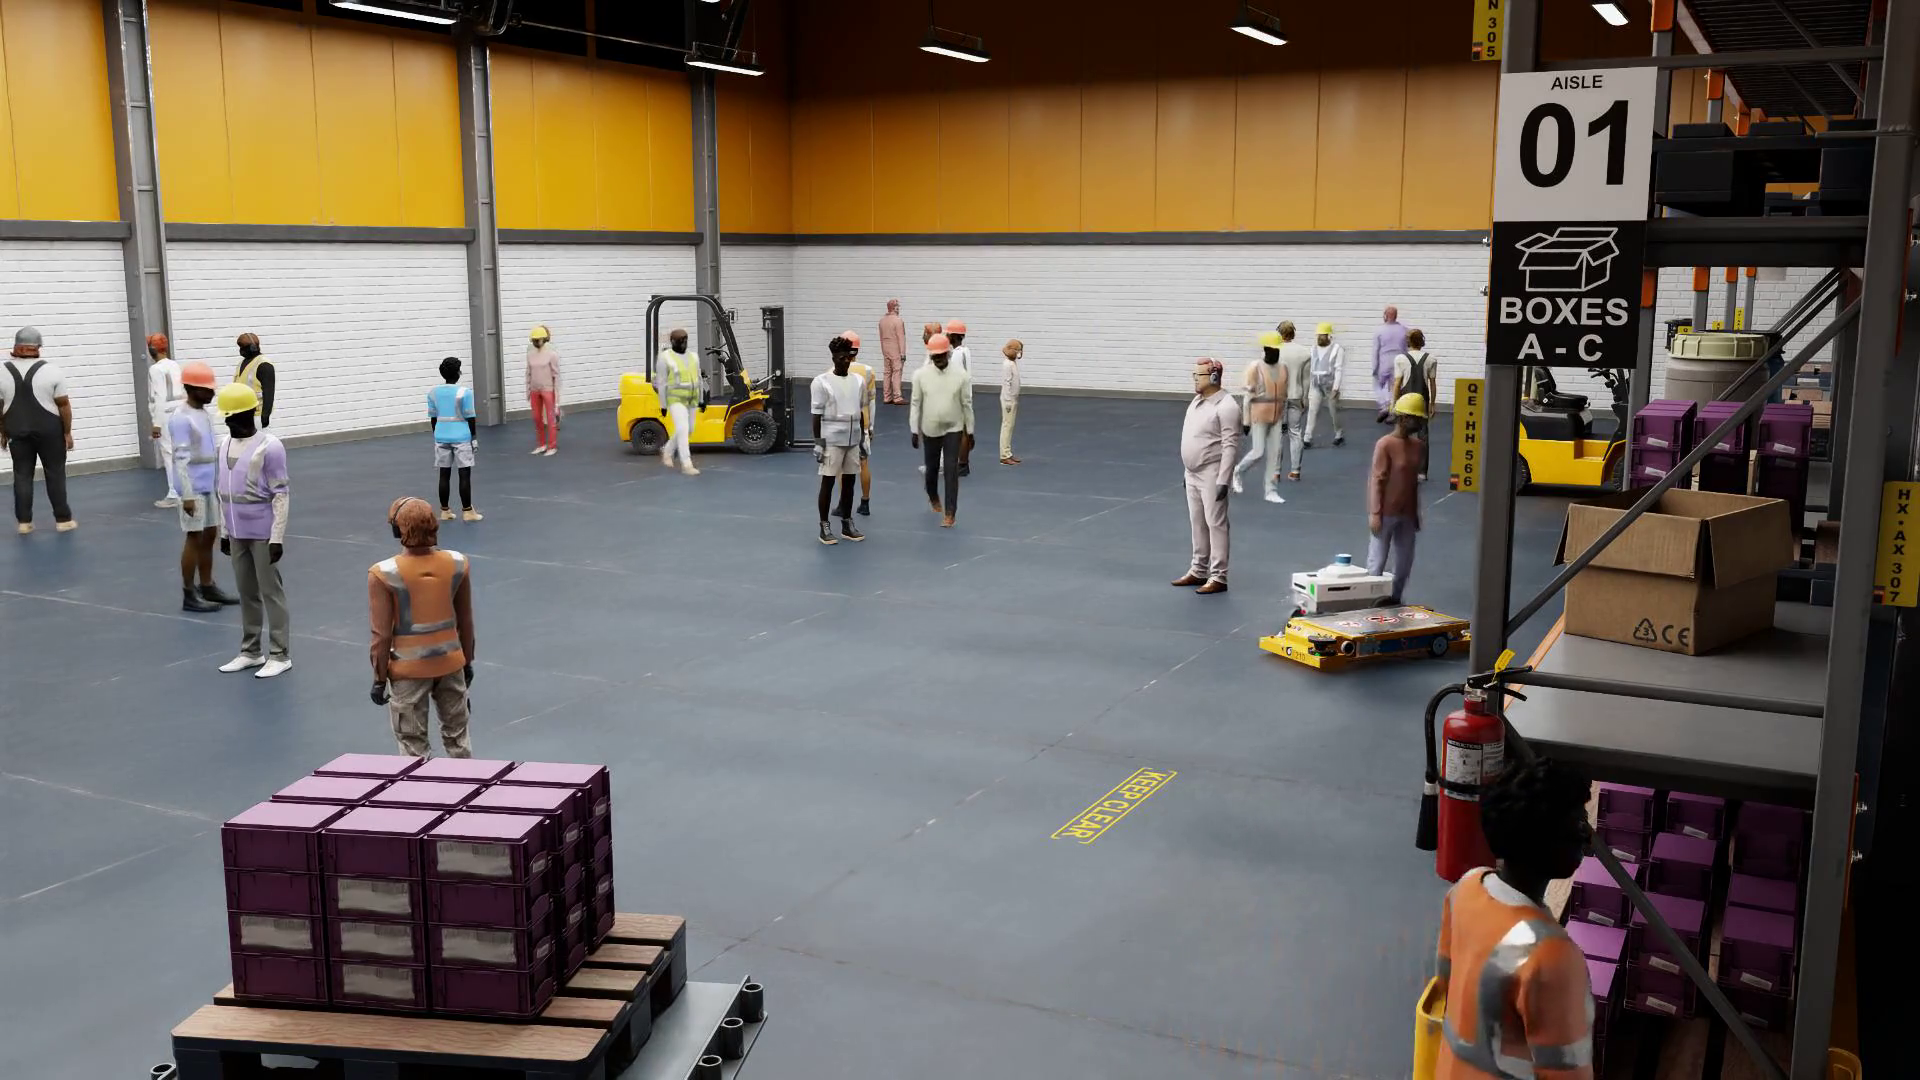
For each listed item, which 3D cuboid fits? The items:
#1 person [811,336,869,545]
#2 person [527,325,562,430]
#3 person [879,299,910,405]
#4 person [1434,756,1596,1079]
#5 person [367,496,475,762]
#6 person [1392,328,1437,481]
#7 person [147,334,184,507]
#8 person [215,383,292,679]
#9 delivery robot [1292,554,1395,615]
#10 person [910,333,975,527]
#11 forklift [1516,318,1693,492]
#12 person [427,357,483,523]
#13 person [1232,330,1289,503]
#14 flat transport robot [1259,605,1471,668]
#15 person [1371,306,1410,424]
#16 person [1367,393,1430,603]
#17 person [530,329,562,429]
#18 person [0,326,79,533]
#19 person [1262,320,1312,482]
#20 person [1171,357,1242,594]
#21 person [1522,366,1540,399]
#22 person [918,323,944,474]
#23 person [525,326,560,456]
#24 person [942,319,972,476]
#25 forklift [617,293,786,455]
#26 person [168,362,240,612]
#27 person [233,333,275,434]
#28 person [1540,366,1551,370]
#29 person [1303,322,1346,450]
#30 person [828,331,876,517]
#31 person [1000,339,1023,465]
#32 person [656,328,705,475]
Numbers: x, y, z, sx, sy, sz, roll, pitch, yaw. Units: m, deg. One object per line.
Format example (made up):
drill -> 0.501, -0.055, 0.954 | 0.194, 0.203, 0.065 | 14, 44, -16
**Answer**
person -> -1.130, -0.947, 15.769 | 0.613, 1.963, 0.362 | -8, 13, -39
person -> -6.421, -2.493, 25.683 | 0.498, 1.633, 0.285 | 2, 10, 11
person -> -1.182, -3.401, 30.138 | 0.411, 1.913, 0.643 | -8, 13, -40
person -> 1.259, 1.293, 3.626 | 0.487, 1.682, 0.539 | 1, 10, 5
person -> -2.471, 0.615, 7.675 | 0.312, 1.639, 0.520 | 9, 13, 43
person -> 5.465, -1.621, 20.036 | 0.507, 1.842, 0.339 | 1, 10, 5
person -> -8.591, -1.293, 18.019 | 0.358, 1.881, 0.574 | -1, 10, -3
person -> -4.604, -0.064, 10.796 | 0.585, 1.919, 0.374 | 5, 11, 28
delivery robot -> 2.786, 0.346, 12.097 | 0.707, 0.478, 0.477 | -3, 10, -16
person -> -0.181, -1.147, 16.991 | 0.661, 1.955, 0.858 | 1, 10, 3
forklift -> 7.066, -1.601, 18.899 | 2.313, 2.155, 1.214 | 5, 11, 27
person -> -5.149, -1.015, 16.946 | 0.534, 1.697, 0.318 | 3, 10, 16
person -> 3.345, -1.374, 18.429 | 0.593, 1.910, 0.641 | -6, 11, -30
flat transport robot -> 2.838, 0.648, 11.439 | 1.431, 0.197, 0.652 | -5, 11, -26
person -> 6.877, -2.794, 26.660 | 0.640, 1.898, 0.420 | -1, 10, -7
person -> 3.168, -0.186, 12.024 | 0.603, 1.744, 0.382 | -8, 13, -40
person -> -6.487, -2.551, 26.081 | 0.543, 1.608, 0.560 | 8, 12, 37
person -> -9.098, -1.092, 16.397 | 0.688, 2.000, 0.536 | -2, 10, -11
person -> 3.903, -1.665, 20.008 | 0.627, 1.941, 0.373 | -2, 10, -11
person -> 1.987, -0.522, 13.483 | 0.406, 1.911, 0.637 | -4, 11, -22
person -> 7.225, -1.824, 21.279 | 0.404, 1.824, 0.586 | -2, 10, -12
person -> -0.326, -1.754, 20.681 | 0.347, 1.882, 0.584 | -2, 10, -10
person -> -5.685, -2.027, 22.611 | 0.533, 1.767, 0.326 | 4, 11, 21
person -> -0.038, -1.750, 20.489 | 0.359, 1.942, 0.542 | 2, 10, 12
forklift -> -3.588, -2.317, 23.042 | 2.313, 2.155, 1.214 | -1, 10, -5
person -> -5.812, -0.406, 12.787 | 0.415, 1.925, 0.591 | 0, 10, 2
person -> -8.107, -1.458, 19.113 | 0.622, 1.839, 0.429 | 8, 13, 40
person -> 8.421, -2.382, 24.024 | 1.034, 1.985, 0.614 | -3, 10, -19
person -> 5.146, -2.176, 23.405 | 0.584, 1.793, 0.923 | 8, 13, 38
person -> -1.147, -1.204, 17.346 | 0.547, 1.938, 0.359 | -5, 11, -28
person -> 0.674, -1.797, 21.658 | 0.294, 1.632, 0.501 | 2, 10, 13
person -> -3.533, -1.745, 20.831 | 0.815, 1.823, 0.621 | 8, 13, 39
